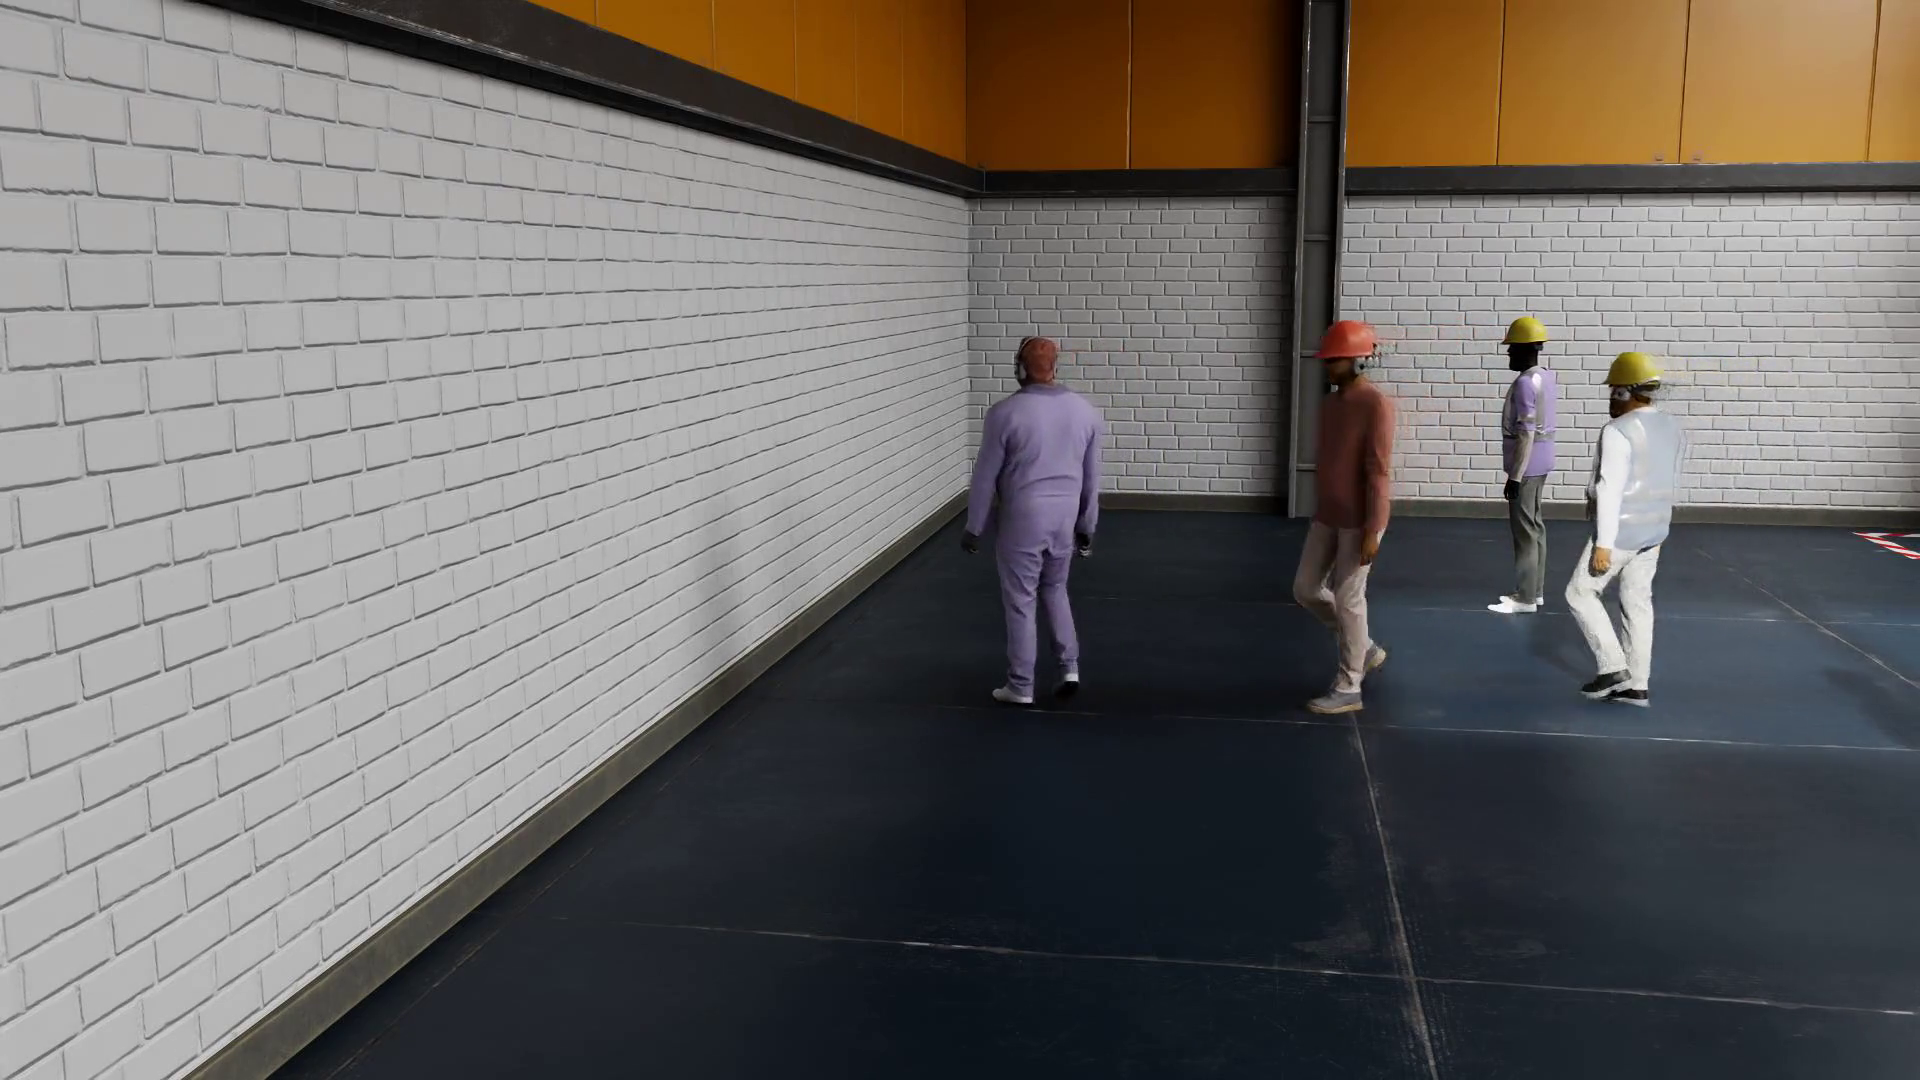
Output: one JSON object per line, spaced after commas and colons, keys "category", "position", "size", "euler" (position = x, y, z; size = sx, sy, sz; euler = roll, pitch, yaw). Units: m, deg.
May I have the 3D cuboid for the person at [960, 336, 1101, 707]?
{"category": "person", "position": [0.367, -0.080, 8.425], "size": [0.671, 1.897, 0.428], "euler": [-5, 11, -30]}

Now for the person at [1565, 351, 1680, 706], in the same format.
{"category": "person", "position": [3.388, -0.048, 8.478], "size": [0.621, 1.814, 0.437], "euler": [-7, 11, -37]}

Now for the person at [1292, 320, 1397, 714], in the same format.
{"category": "person", "position": [1.959, -0.109, 8.360], "size": [0.466, 1.982, 0.617], "euler": [-4, 10, -22]}

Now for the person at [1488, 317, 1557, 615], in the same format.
{"category": "person", "position": [3.656, -0.480, 10.814], "size": [0.379, 1.924, 0.594], "euler": [6, 11, 32]}
